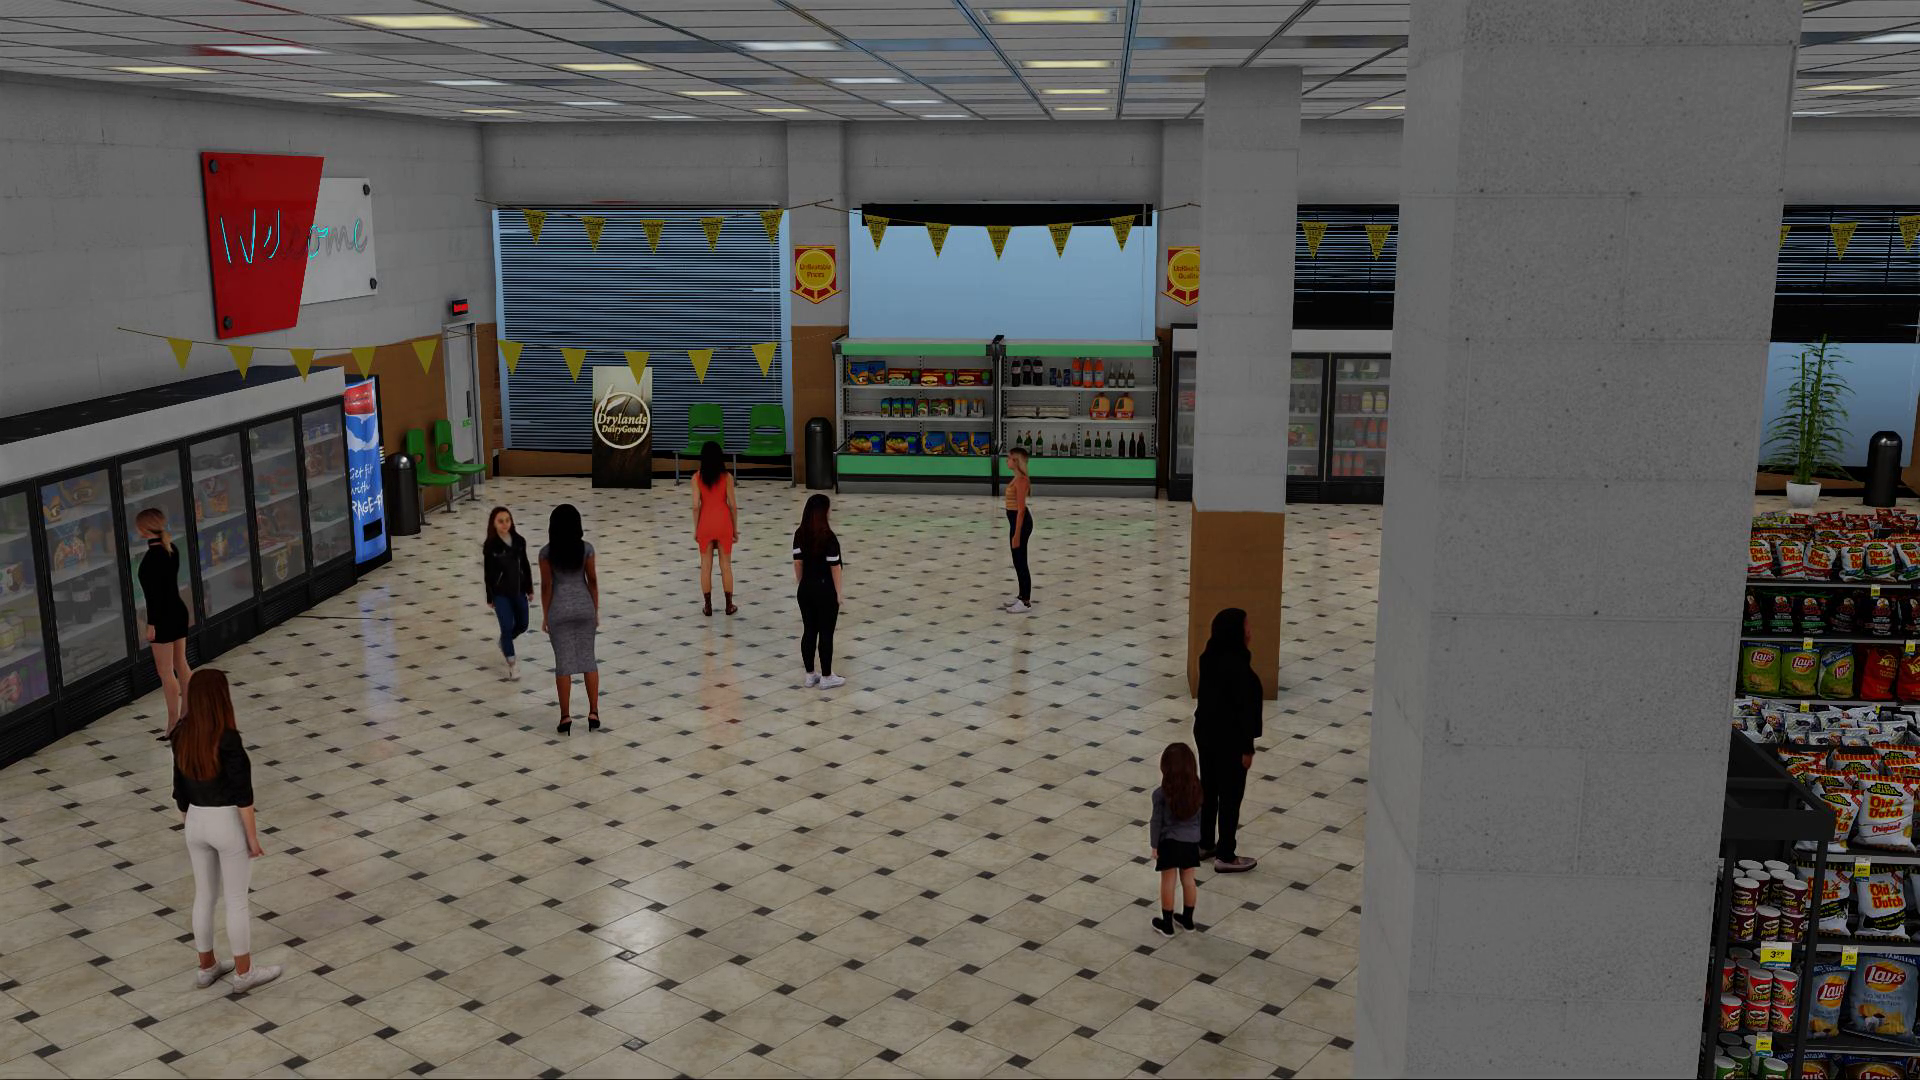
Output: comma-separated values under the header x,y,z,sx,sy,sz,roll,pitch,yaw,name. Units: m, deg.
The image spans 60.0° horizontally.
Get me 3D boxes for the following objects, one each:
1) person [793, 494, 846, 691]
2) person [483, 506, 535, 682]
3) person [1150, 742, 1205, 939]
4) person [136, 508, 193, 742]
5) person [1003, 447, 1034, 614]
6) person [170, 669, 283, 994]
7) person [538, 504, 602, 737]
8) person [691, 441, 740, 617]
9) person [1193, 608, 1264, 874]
x,y,z,sx,sy,sz,roll,pitch,yaw,name
-1.176,0.420,13.812,0.659,1.639,0.762,7,14,30,person
-3.865,0.430,14.171,0.839,1.472,0.903,-10,15,-39,person
1.215,1.653,9.248,0.484,1.106,0.585,-4,13,-20,person
-5.992,0.624,12.530,0.535,1.768,0.582,0,12,-1,person
0.582,-0.103,16.323,0.526,1.627,0.584,0,12,-1,person
-3.835,1.488,8.584,0.537,1.703,0.713,4,13,18,person
-2.947,0.598,12.623,0.591,1.781,0.718,-4,13,-19,person
-2.382,-0.115,16.162,0.520,1.718,0.688,-1,12,-5,person
1.608,1.206,10.137,0.787,1.615,0.764,-5,13,-24,person
